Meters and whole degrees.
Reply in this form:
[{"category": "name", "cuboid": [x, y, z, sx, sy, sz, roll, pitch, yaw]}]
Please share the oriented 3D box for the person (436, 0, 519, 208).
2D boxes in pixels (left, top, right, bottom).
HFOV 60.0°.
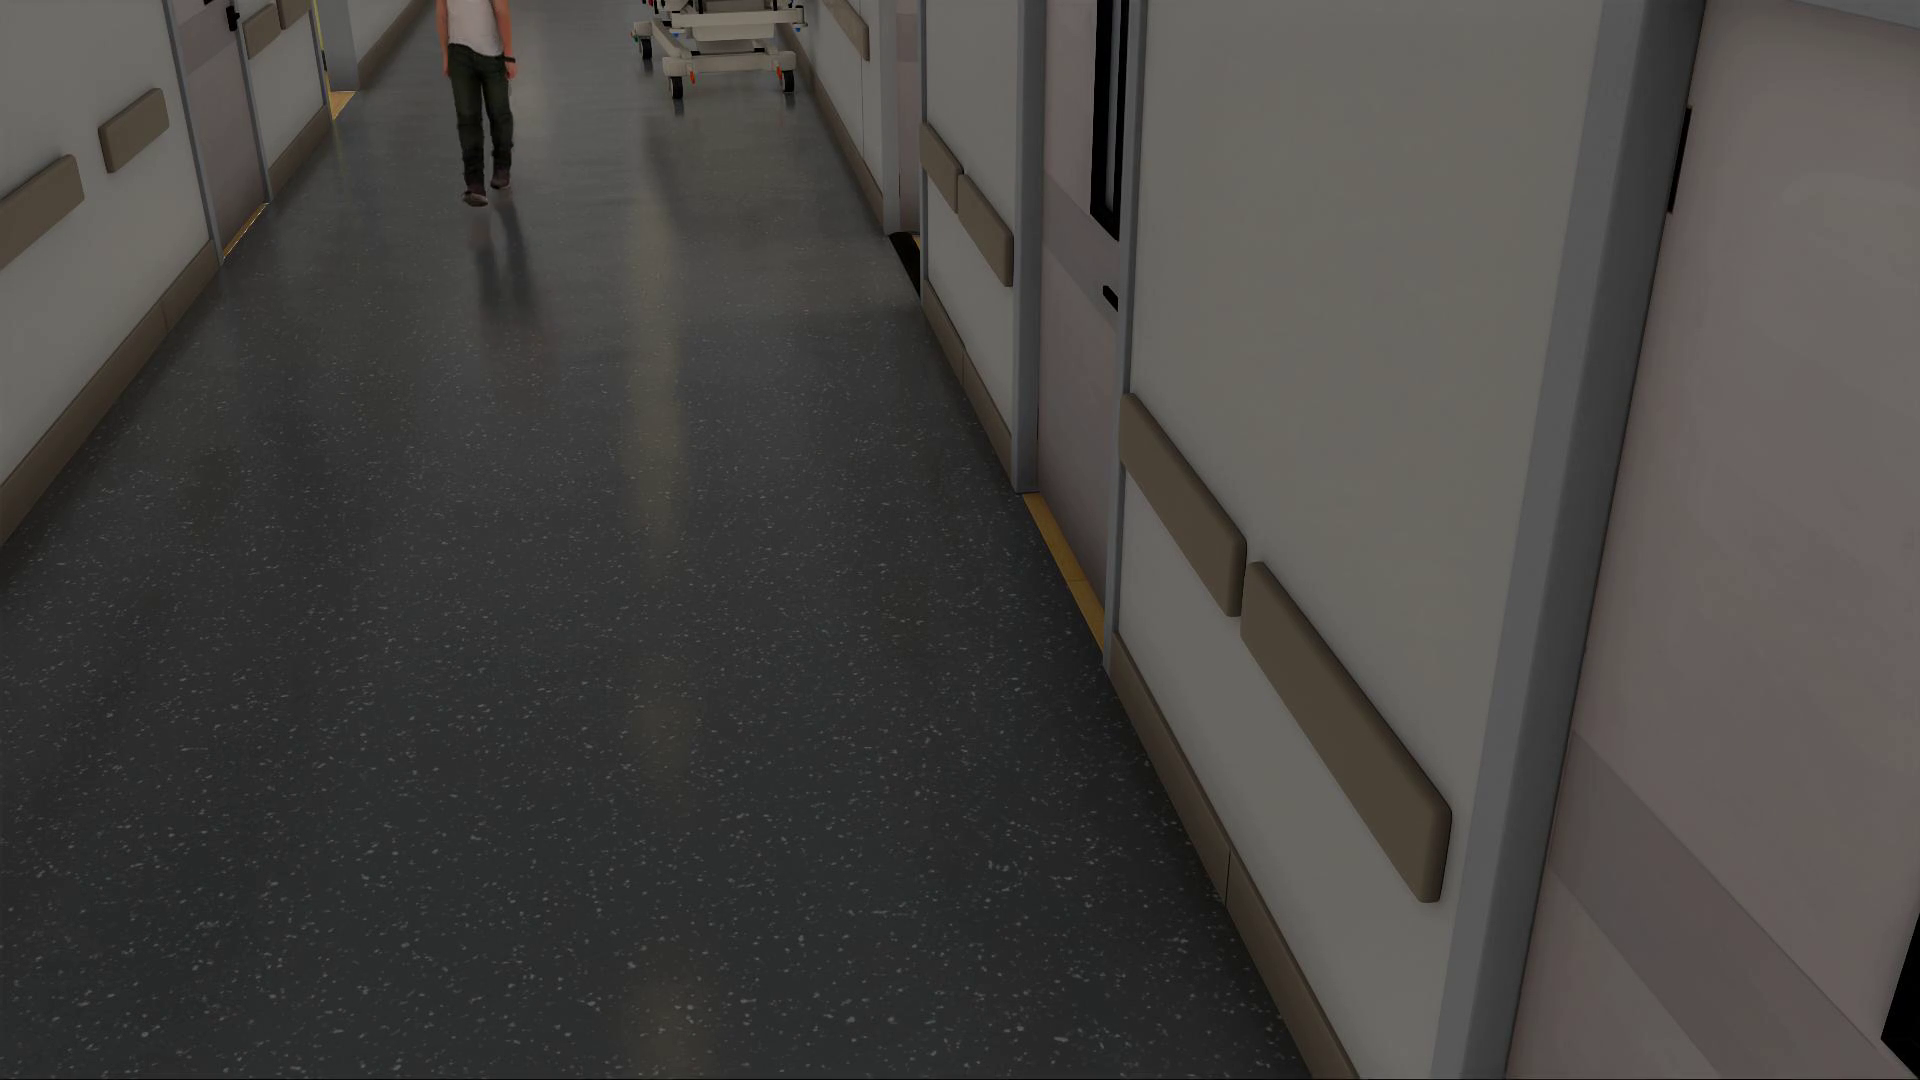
[{"category": "person", "cuboid": [-2.732, -2.759, 9.524, 1.061, 1.609, 0.732, -2, 26, -4]}]
